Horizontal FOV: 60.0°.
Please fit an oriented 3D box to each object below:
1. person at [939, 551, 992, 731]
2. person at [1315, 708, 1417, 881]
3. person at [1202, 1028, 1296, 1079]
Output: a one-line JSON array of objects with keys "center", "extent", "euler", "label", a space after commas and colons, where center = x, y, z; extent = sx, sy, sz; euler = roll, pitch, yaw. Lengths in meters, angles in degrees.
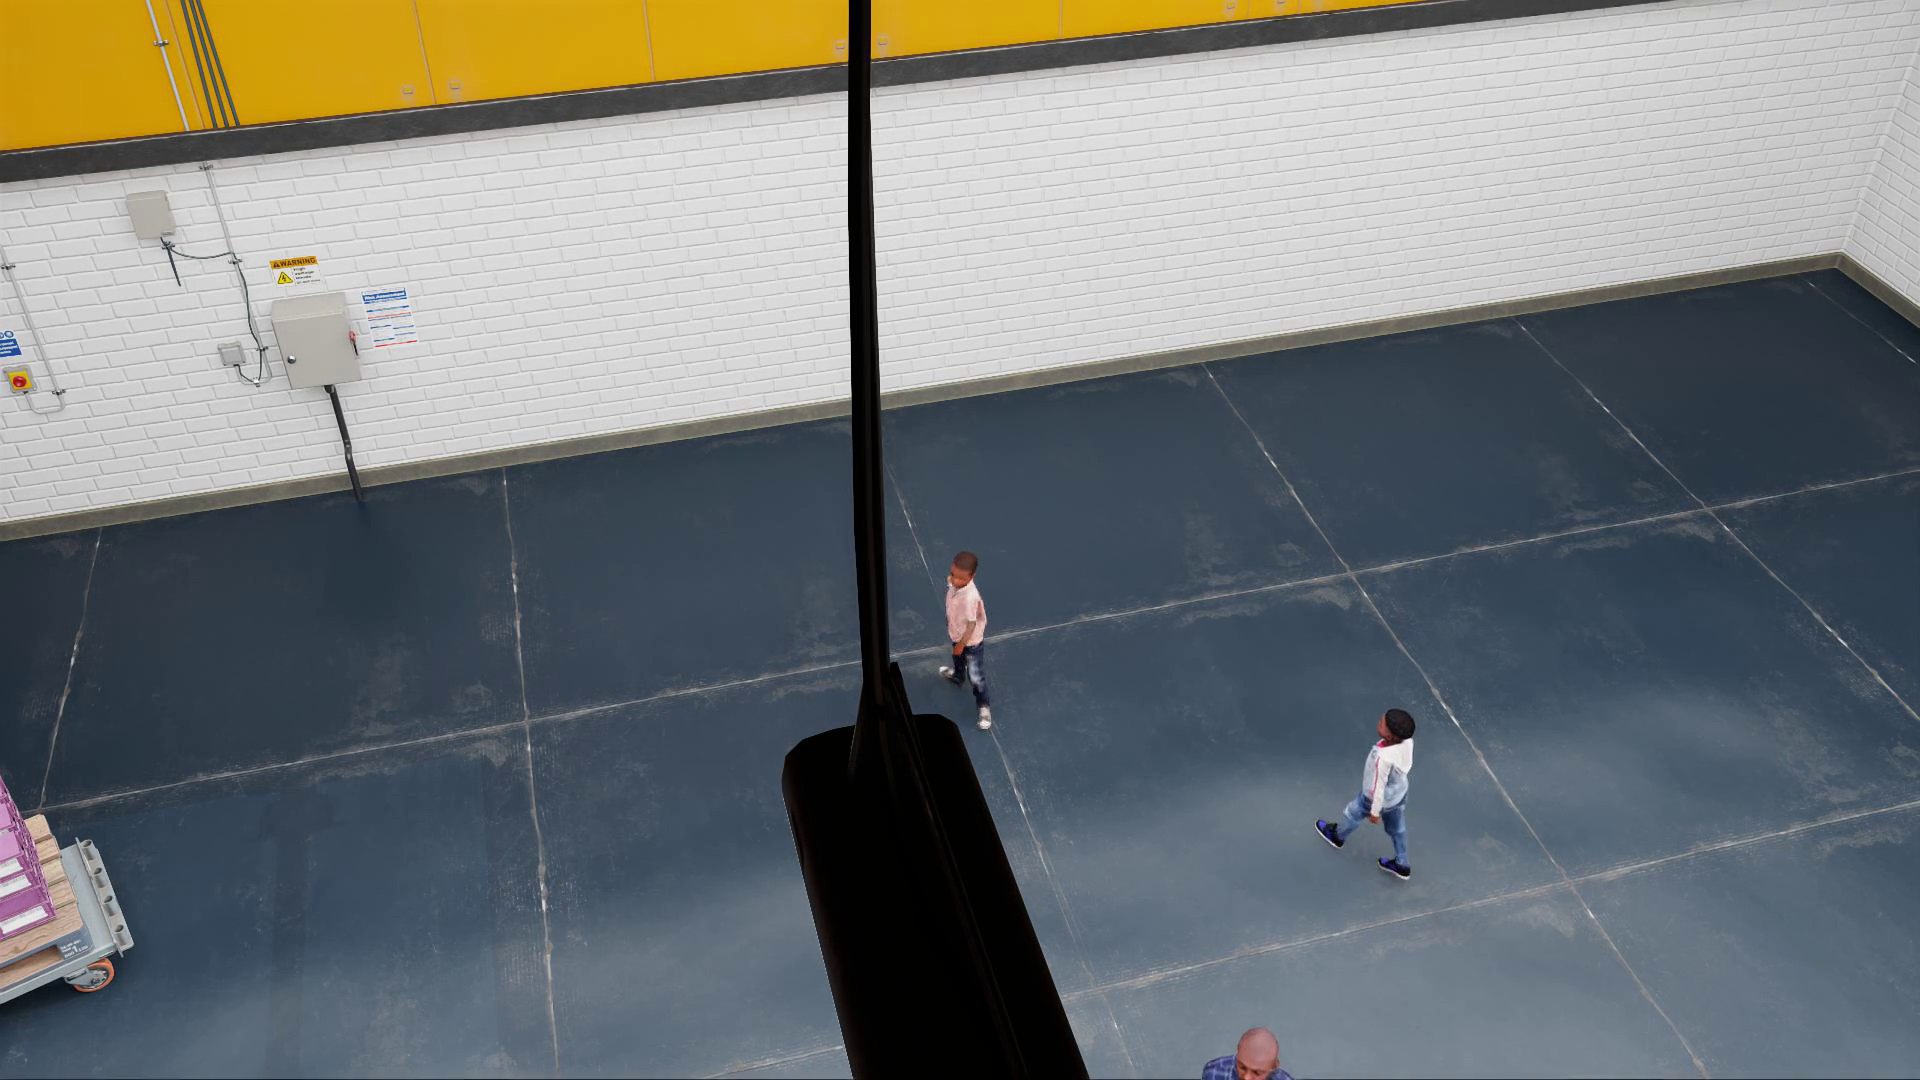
[{"center": [0.037, 0.558, 10.799], "extent": [0.896, 1.298, 0.531], "euler": [-8, 39, -10], "label": "person"}, {"center": [2.517, 1.494, 9.682], "extent": [0.745, 1.230, 0.930], "euler": [-31, 48, -33], "label": "person"}, {"center": [1.319, 2.777, 7.636], "extent": [1.099, 1.778, 1.243], "euler": [14, 41, 17], "label": "person"}]
